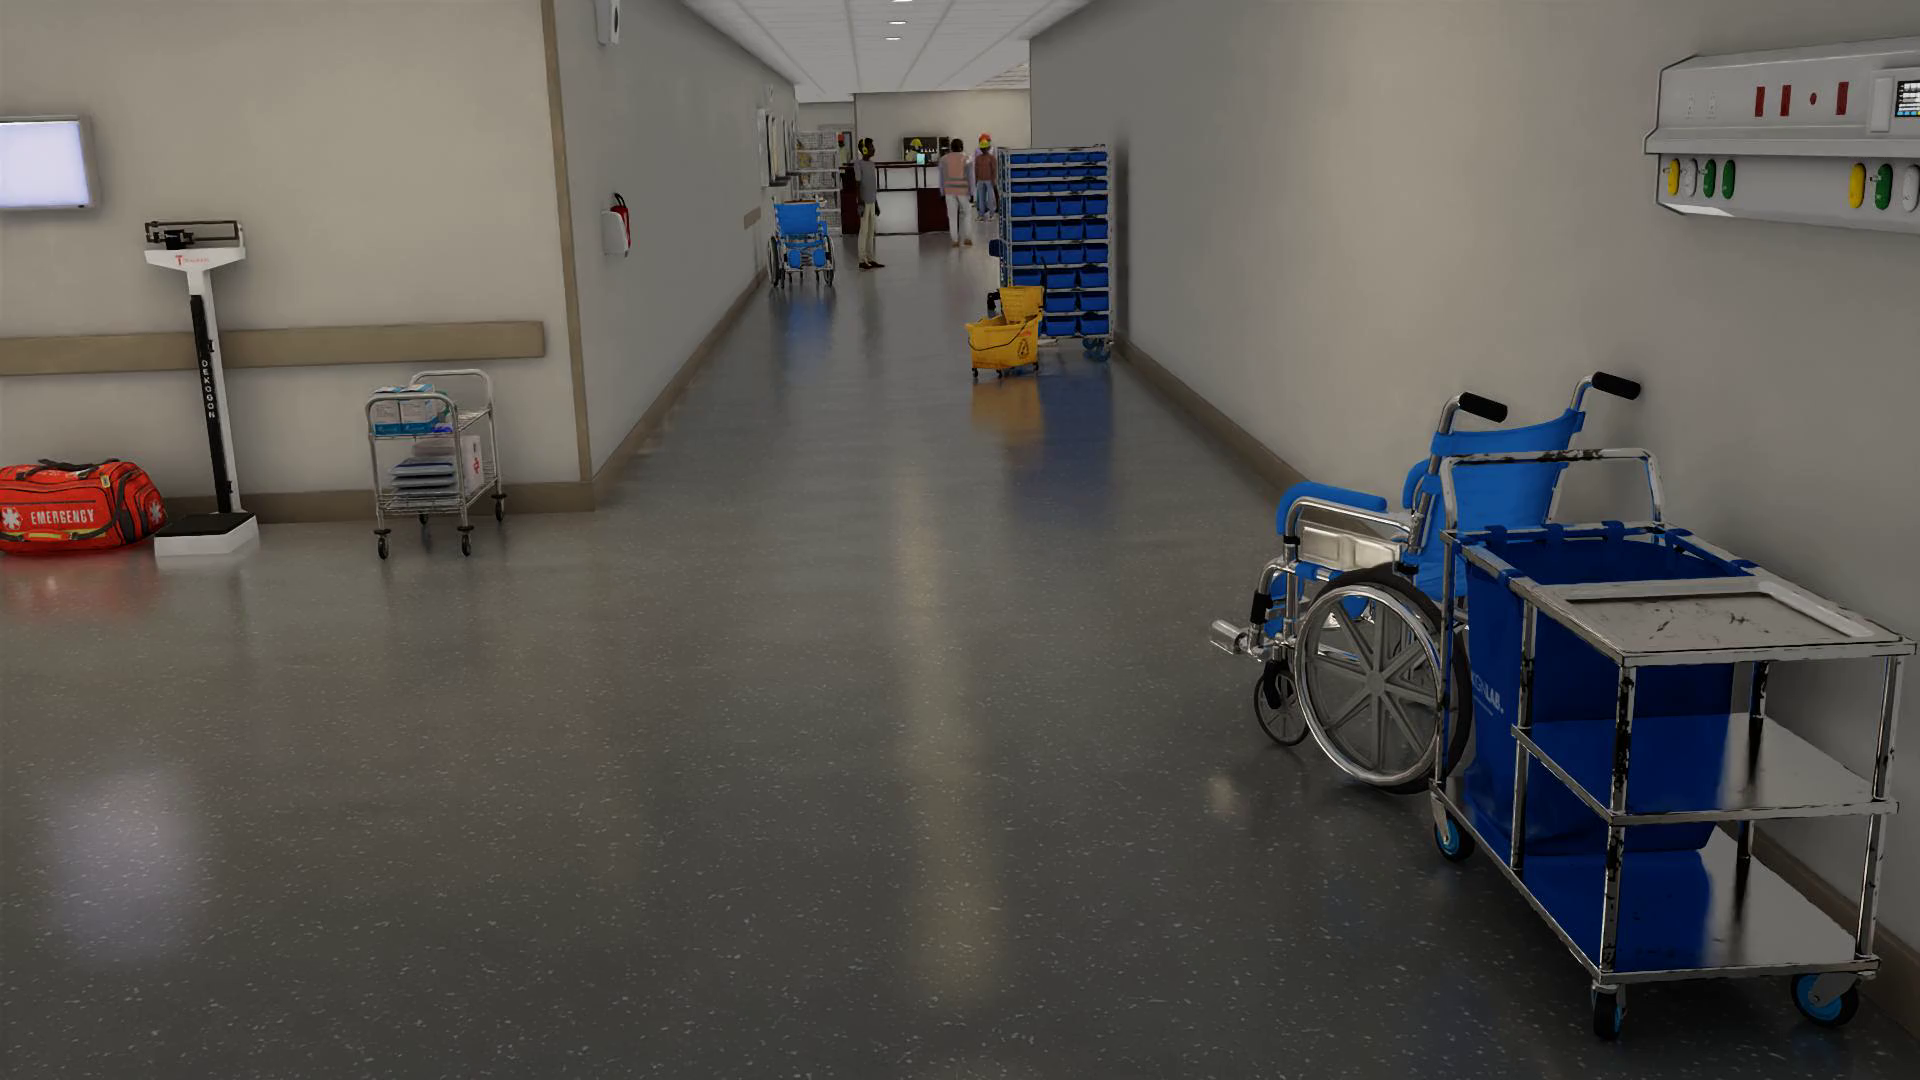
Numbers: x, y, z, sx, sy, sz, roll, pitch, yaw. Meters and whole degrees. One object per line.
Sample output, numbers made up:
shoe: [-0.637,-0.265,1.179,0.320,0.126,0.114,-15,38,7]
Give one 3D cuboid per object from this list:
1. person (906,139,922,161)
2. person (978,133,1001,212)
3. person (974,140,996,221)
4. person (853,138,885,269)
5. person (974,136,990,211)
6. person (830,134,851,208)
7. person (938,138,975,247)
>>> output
person: [-1.048,-8.608,39.544,0.403,1.824,0.597,-10,16,-30]
person: [0.715,-8.930,40.481,0.605,1.917,0.432,2,14,14]
person: [0.551,-7.925,36.670,0.523,1.767,0.313,5,15,27]
person: [-1.328,-4.884,24.163,0.325,1.876,0.524,5,15,26]
person: [0.558,-9.172,41.620,0.374,1.843,0.573,-7,15,-22]
person: [-3.278,-10.179,45.903,0.612,1.995,0.382,-8,15,-25]
person: [-0.033,-5.930,28.436,0.630,1.821,0.700,0,14,7]
